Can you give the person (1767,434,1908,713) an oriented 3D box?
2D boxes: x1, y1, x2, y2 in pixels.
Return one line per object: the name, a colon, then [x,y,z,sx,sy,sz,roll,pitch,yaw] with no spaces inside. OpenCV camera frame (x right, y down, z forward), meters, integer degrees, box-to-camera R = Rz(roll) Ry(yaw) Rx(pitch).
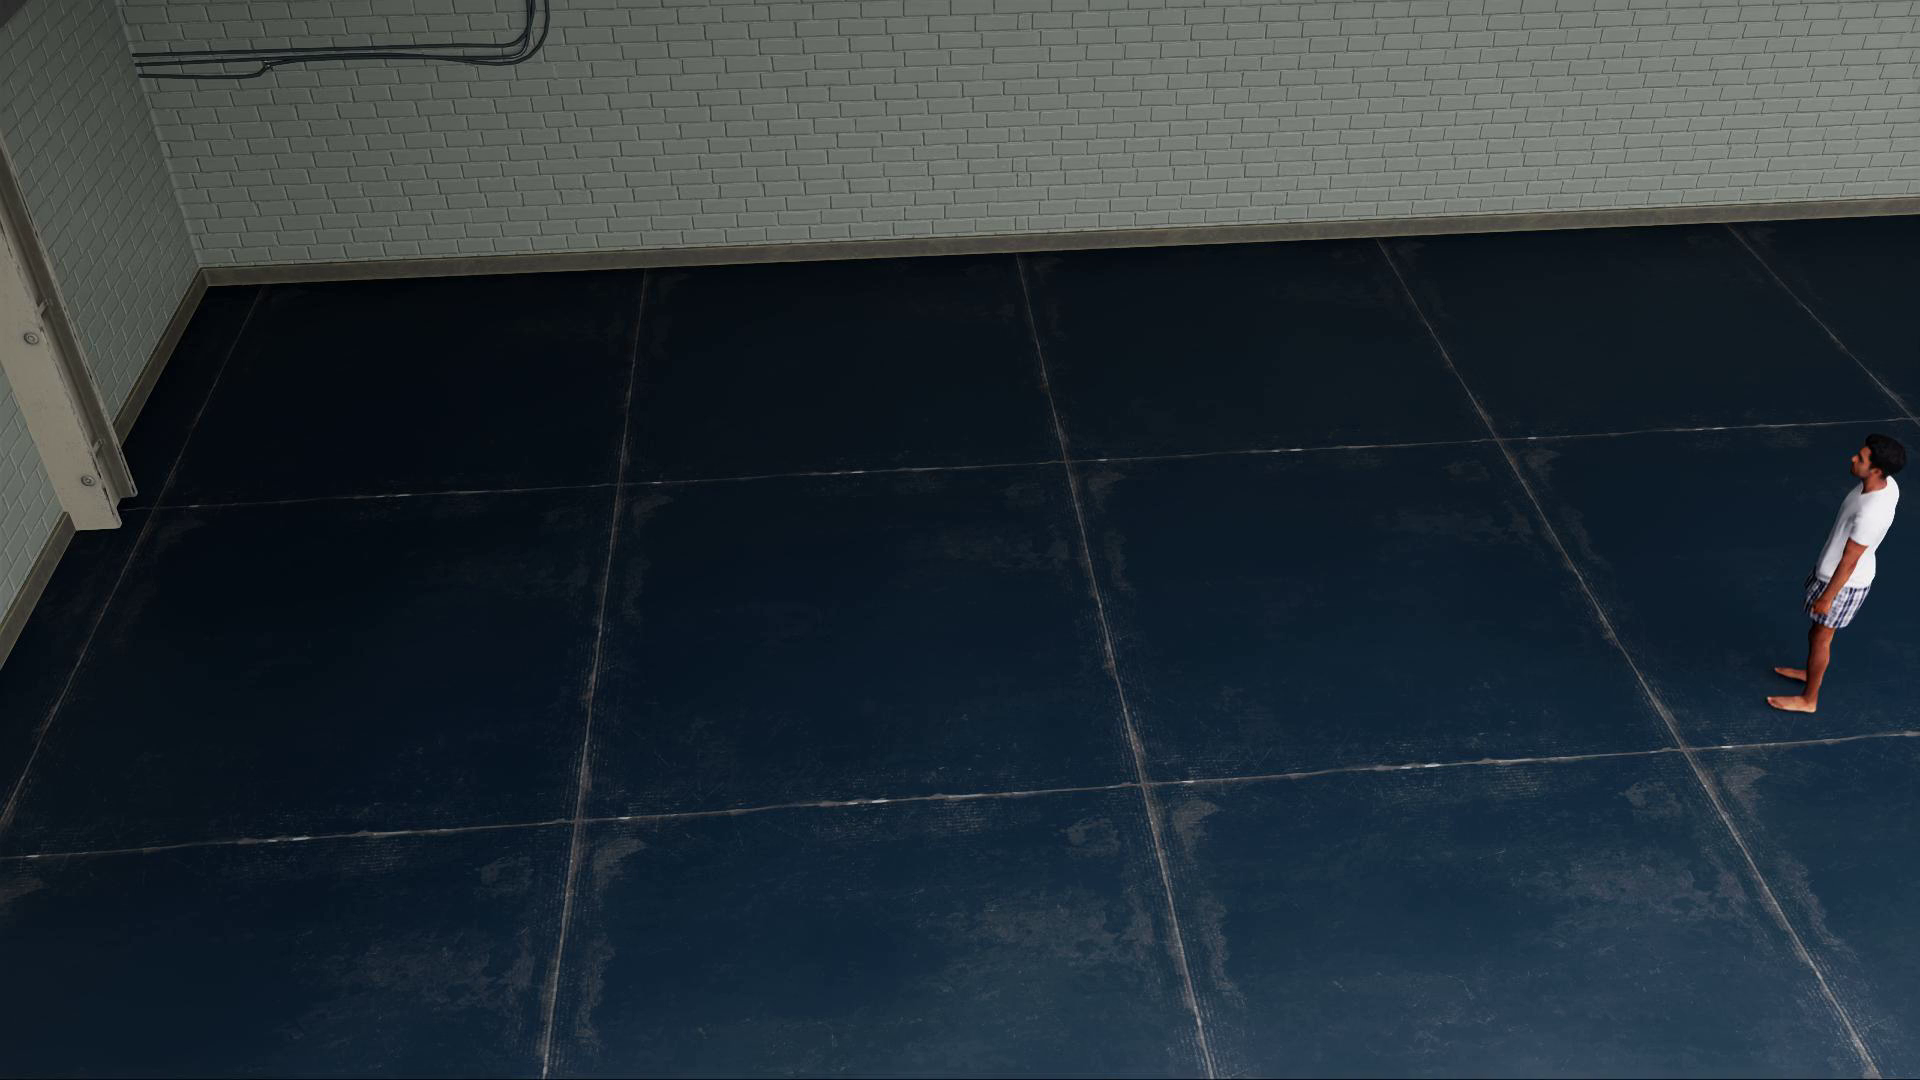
person: [4.747,0.184,8.945,0.771,1.727,0.665,18,42,22]
